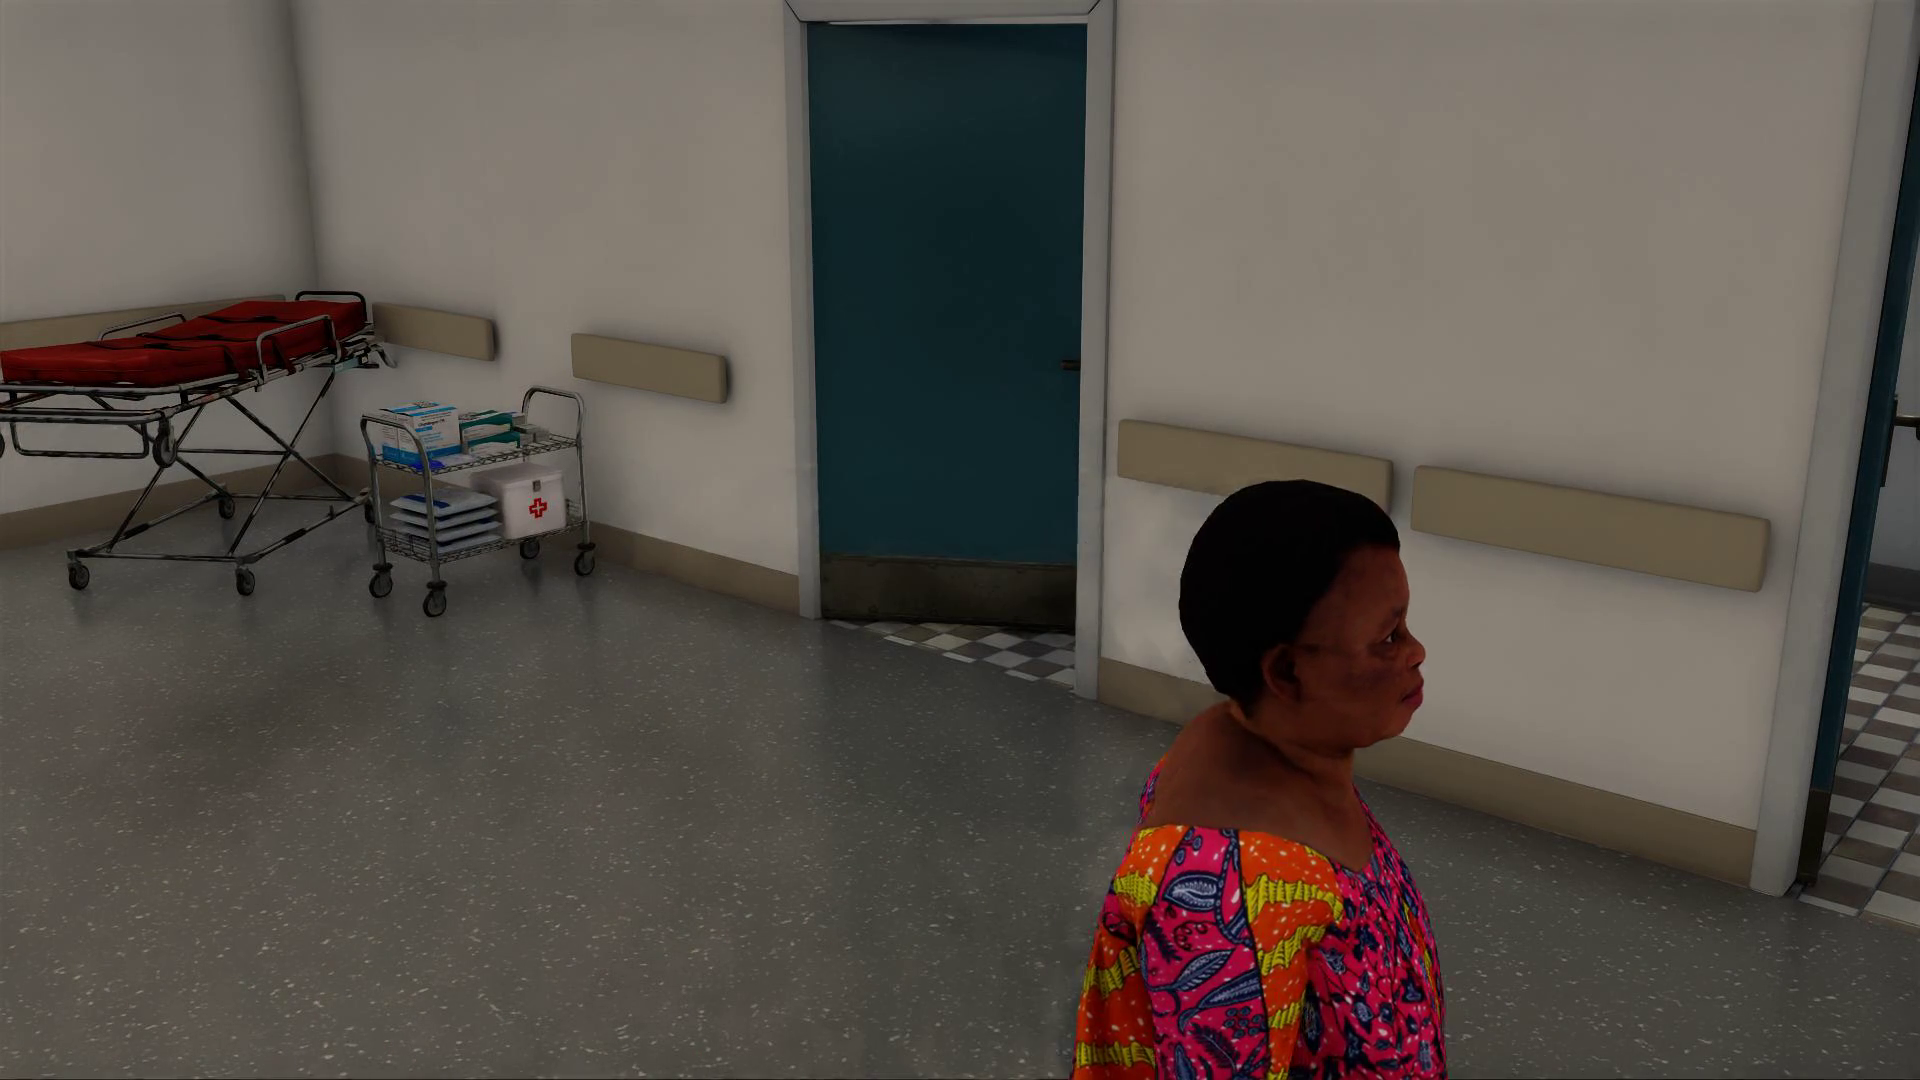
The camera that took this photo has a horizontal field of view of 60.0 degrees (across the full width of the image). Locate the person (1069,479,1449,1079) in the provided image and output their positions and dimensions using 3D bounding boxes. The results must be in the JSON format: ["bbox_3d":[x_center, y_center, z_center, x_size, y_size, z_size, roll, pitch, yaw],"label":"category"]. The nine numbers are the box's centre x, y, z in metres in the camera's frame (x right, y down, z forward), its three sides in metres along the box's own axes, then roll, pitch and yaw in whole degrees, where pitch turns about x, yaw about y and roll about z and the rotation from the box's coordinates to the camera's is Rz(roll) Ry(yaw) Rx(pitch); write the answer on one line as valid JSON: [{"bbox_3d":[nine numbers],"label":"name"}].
[{"bbox_3d":[0.265,0.731,1.876,0.905,1.662,0.822,3,16,11],"label":"person"}]
